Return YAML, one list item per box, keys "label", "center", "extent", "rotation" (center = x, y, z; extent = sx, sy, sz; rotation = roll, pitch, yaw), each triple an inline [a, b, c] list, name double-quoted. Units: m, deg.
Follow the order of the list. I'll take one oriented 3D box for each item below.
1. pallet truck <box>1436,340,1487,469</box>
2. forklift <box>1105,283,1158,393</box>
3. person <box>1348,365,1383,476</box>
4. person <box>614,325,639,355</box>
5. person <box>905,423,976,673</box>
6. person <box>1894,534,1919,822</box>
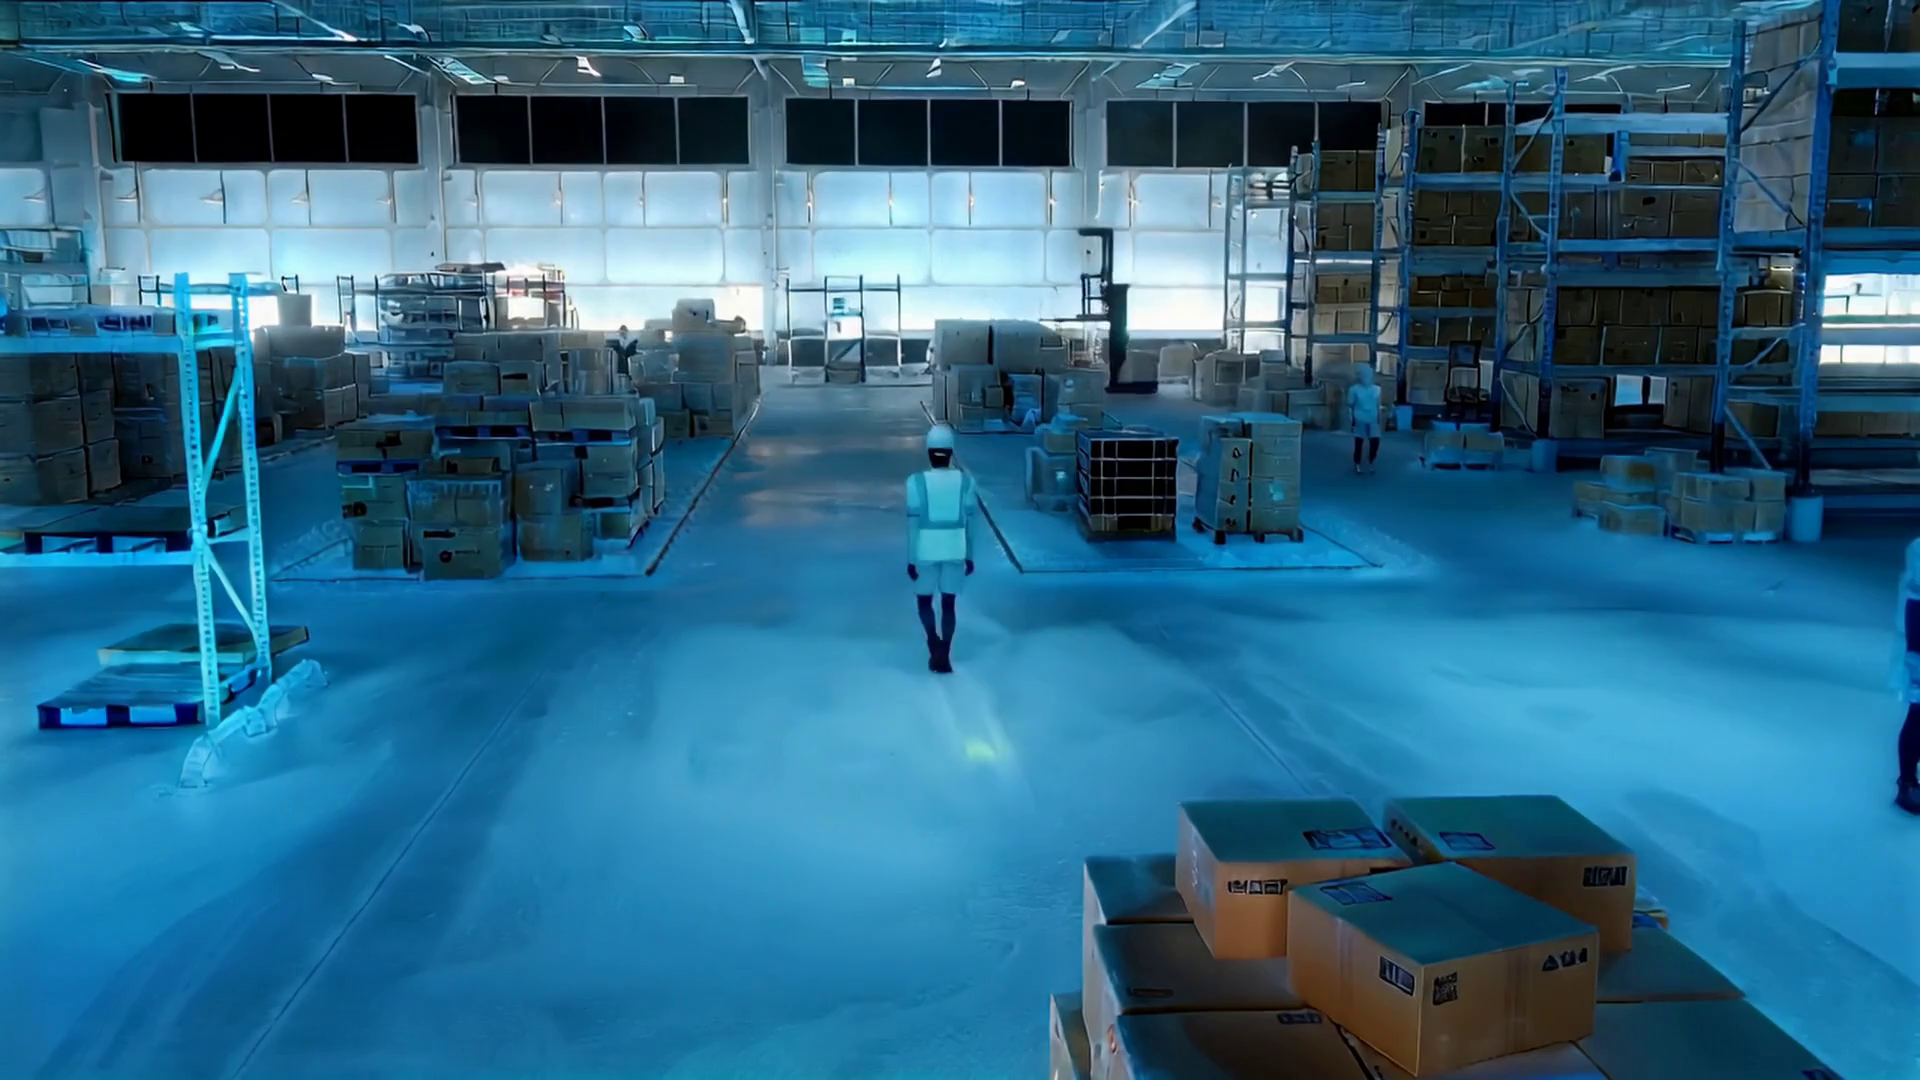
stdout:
- label: "pallet truck"
  center: [8.004, -2.170, 26.422]
  extent: [0.823, 1.965, 1.885]
  rotation: [2, 9, 14]
- label: "forklift"
  center: [4.055, -5.154, 42.395]
  extent: [1.873, 2.768, 1.129]
  rotation: [-1, 9, -4]
- label: "person"
  center: [6.085, -1.780, 24.955]
  extent: [0.551, 1.677, 0.490]
  rotation: [-1, 9, -6]
- label: "person"
  center: [-7.524, -3.911, 37.642]
  extent: [0.607, 1.897, 0.552]
  rotation: [1, 9, 4]
- label: "person"
  center: [-0.134, 0.087, 12.492]
  extent: [0.550, 1.921, 0.569]
  rotation: [-2, 9, -12]
- label: "person"
  center: [5.506, 0.583, 9.227]
  extent: [0.600, 1.967, 0.368]
  rotation: [-2, 9, -11]
